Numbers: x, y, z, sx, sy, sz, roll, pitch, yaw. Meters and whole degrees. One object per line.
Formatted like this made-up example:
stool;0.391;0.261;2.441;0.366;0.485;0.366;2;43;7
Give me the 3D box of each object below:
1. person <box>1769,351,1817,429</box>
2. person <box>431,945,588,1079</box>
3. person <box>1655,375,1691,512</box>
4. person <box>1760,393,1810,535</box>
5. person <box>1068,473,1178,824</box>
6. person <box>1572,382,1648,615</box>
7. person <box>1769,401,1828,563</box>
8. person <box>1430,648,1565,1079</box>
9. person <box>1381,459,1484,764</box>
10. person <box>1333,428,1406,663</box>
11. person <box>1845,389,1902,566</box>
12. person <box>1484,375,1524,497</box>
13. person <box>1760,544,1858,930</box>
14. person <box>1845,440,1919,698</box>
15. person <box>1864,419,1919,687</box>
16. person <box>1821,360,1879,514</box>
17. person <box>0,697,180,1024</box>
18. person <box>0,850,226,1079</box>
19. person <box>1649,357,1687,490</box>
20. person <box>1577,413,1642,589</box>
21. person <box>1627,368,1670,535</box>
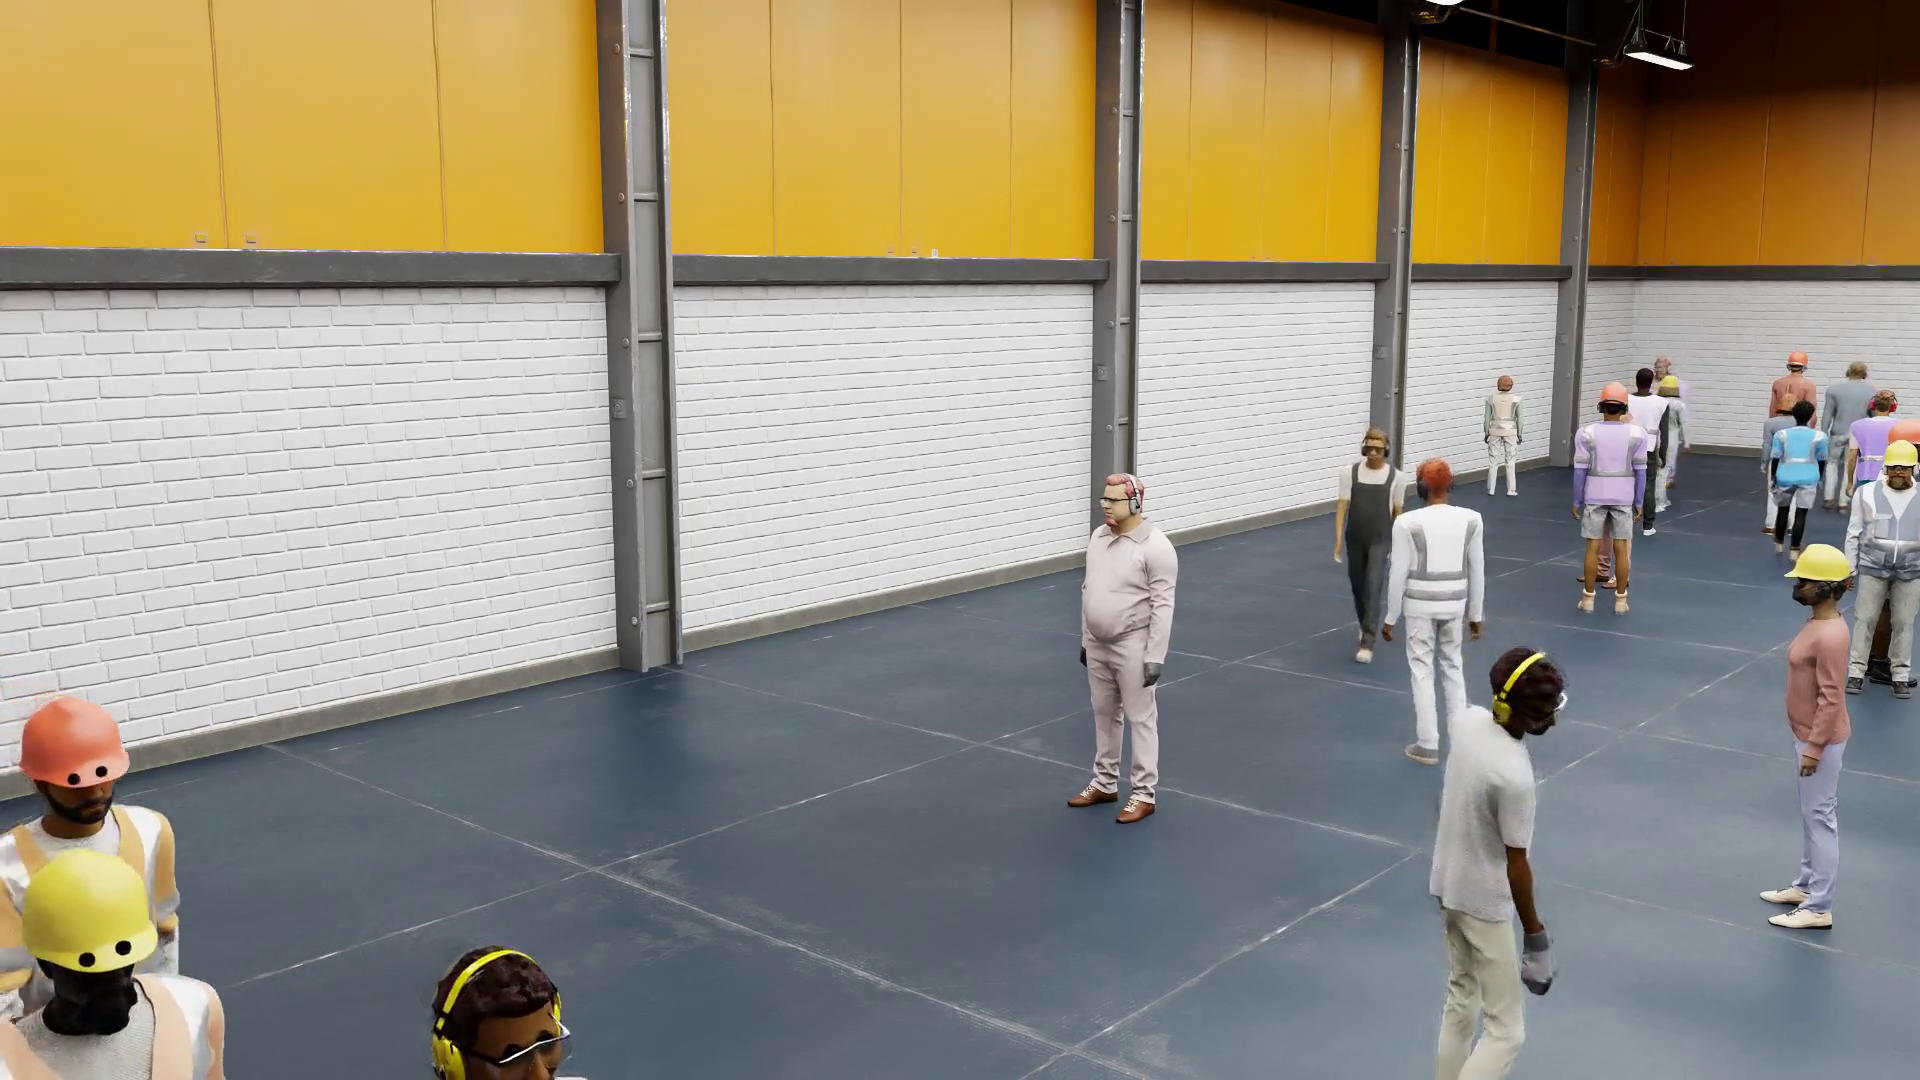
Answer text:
person;10.889;-1.472;21.734;0.369;1.996;0.622;-5;11;-31
person;-0.841;1.588;3.040;0.909;1.841;0.526;7;11;38
person;8.978;-1.217;21.034;0.787;1.715;0.493;-6;11;-35
person;9.439;-0.864;19.056;0.500;1.633;0.280;2;9;12
person;0.877;0.583;9.121;0.409;1.909;0.641;-7;12;-38
person;5.689;-0.359;14.607;0.605;2.044;0.374;3;9;16
person;8.768;-0.618;17.404;0.530;1.661;0.778;5;11;31
person;1.691;1.219;5.404;0.354;1.830;0.657;-1;9;-8
person;2.920;0.449;10.172;0.640;1.875;0.357;-1;9;-9
person;3.239;0.002;13.097;0.509;1.813;0.950;4;10;25
person;9.132;-0.572;16.556;0.563;1.848;0.389;5;10;29
person;7.315;-1.399;22.403;0.514;1.639;0.309;4;10;25
person;3.890;0.894;7.604;0.315;1.769;0.524;4;10;22
person;6.569;0.204;11.726;0.599;1.830;0.403;4;10;25
person;6.829;0.088;12.114;0.345;1.942;0.551;3;9;17
person;11.164;-1.295;20.898;0.644;1.904;0.722;4;10;26
person;-2.249;1.339;4.328;0.435;1.916;0.550;8;12;41
person;-1.722;1.520;3.352;1.013;1.874;0.607;7;11;38
person;9.647;-1.584;22.889;0.661;1.862;0.985;8;12;40
person;6.207;-0.492;15.873;0.403;1.906;0.651;-2;9;-14
person;7.798;-1.009;19.076;0.597;1.917;0.375;3;10;20
